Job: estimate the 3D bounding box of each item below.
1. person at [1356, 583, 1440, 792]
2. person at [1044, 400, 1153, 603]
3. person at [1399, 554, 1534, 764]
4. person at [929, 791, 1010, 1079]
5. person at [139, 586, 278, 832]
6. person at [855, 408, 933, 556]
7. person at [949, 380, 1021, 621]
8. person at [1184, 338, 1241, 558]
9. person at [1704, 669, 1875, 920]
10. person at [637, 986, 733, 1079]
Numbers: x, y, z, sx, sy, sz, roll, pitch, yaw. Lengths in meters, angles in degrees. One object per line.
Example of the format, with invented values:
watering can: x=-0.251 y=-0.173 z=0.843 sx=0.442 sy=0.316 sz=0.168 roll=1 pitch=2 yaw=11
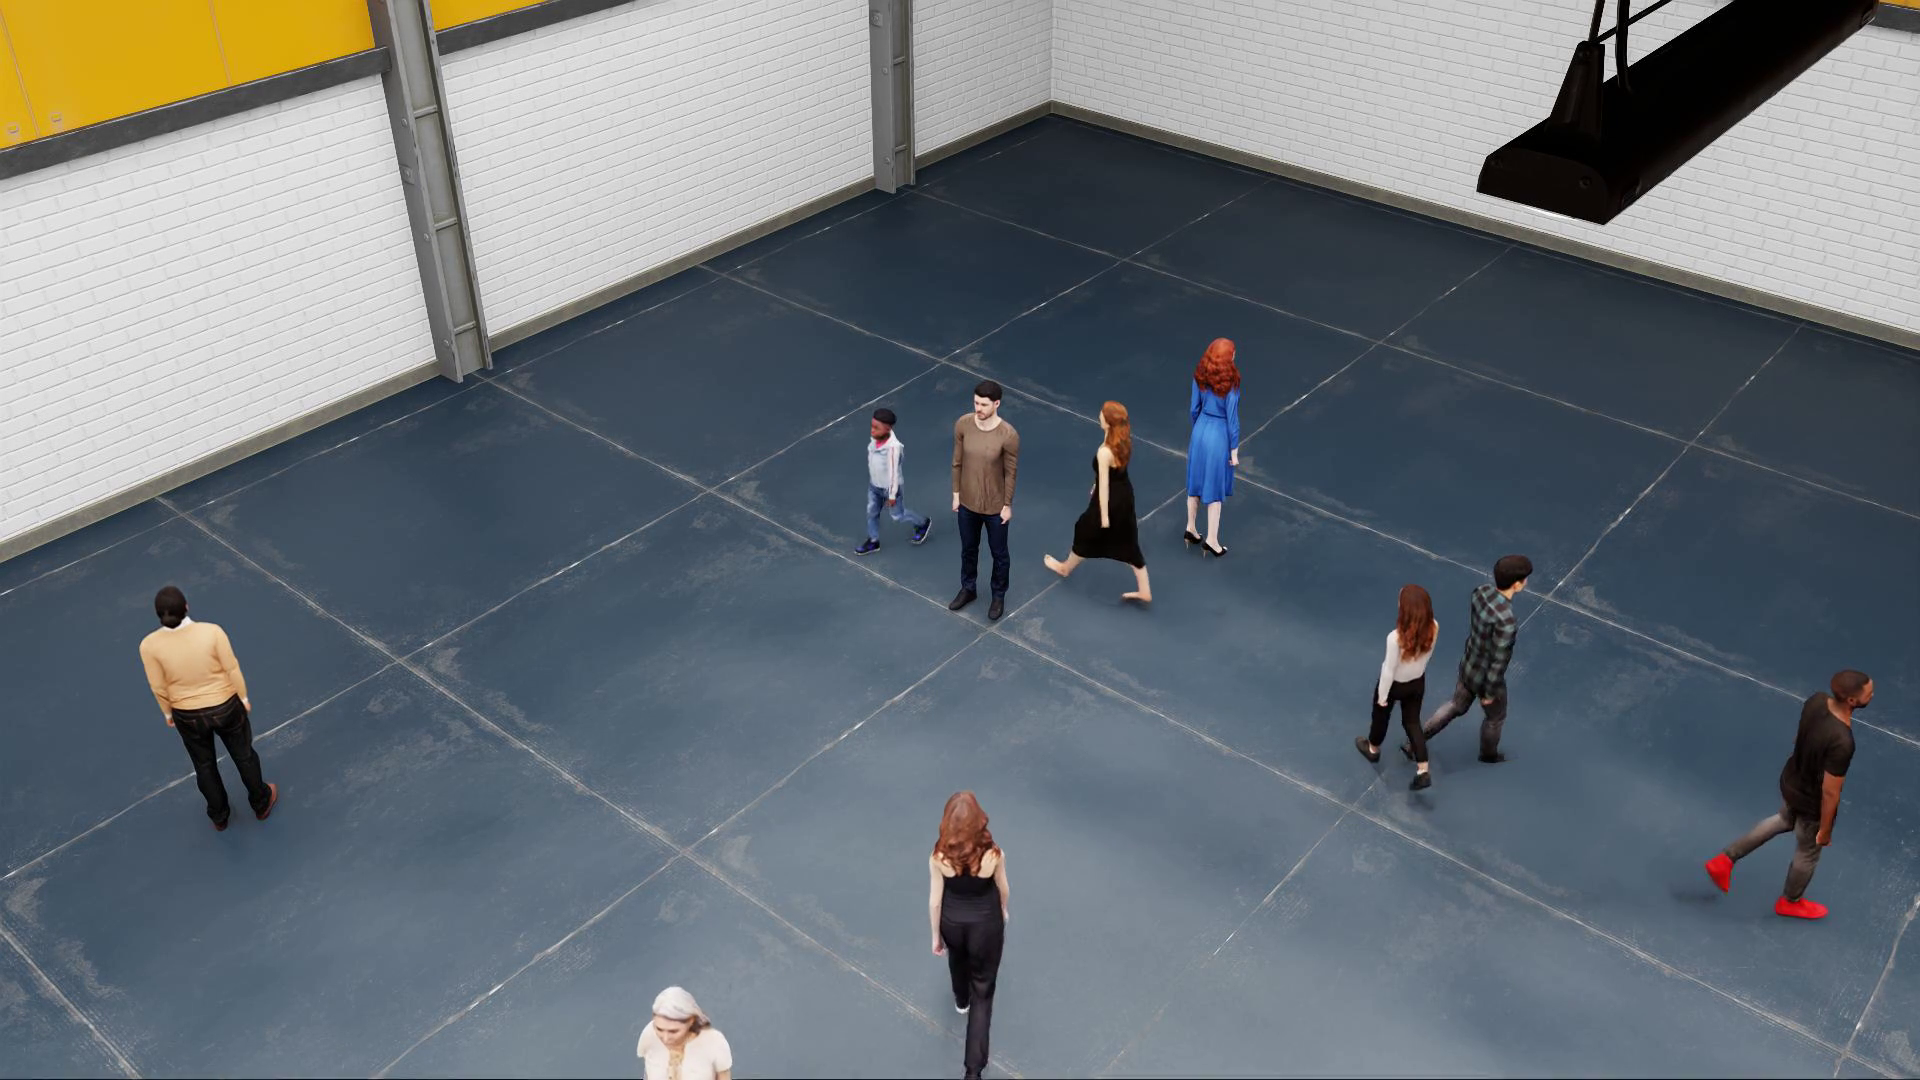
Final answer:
person: x=2.826 y=0.931 z=10.428 sx=0.940 sy=1.469 sz=0.890 roll=-11 pitch=35 yaw=-16
person: x=1.191 y=-0.231 z=12.081 sx=0.655 sy=1.575 sz=1.059 roll=21 pitch=39 yaw=28
person: x=3.249 y=0.816 z=10.577 sx=1.152 sy=1.691 sz=1.073 roll=-6 pitch=34 yaw=-9
person: x=0.056 y=2.057 z=8.516 sx=1.015 sy=1.709 sz=1.186 roll=2 pitch=34 yaw=4
person: x=-4.553 y=1.011 z=10.049 sx=0.702 sy=1.754 sz=0.814 roll=-11 pitch=35 yaw=-16
person: x=-0.504 y=-0.462 z=12.733 sx=0.906 sy=1.238 sz=0.632 roll=-21 pitch=39 yaw=-28
person: x=0.177 y=-0.305 z=11.907 sx=0.715 sy=1.889 sz=0.679 roll=13 pitch=36 yaw=19
person: x=1.896 y=-0.691 z=12.542 sx=0.624 sy=1.829 sz=0.652 roll=-24 pitch=40 yaw=-32
person: x=4.715 y=1.425 z=9.394 sx=1.073 sy=1.790 sz=1.036 roll=0 pitch=34 yaw=0
person: x=-1.191 y=2.624 z=7.651 sx=0.871 sy=1.724 sz=1.023 roll=6 pitch=34 yaw=10
